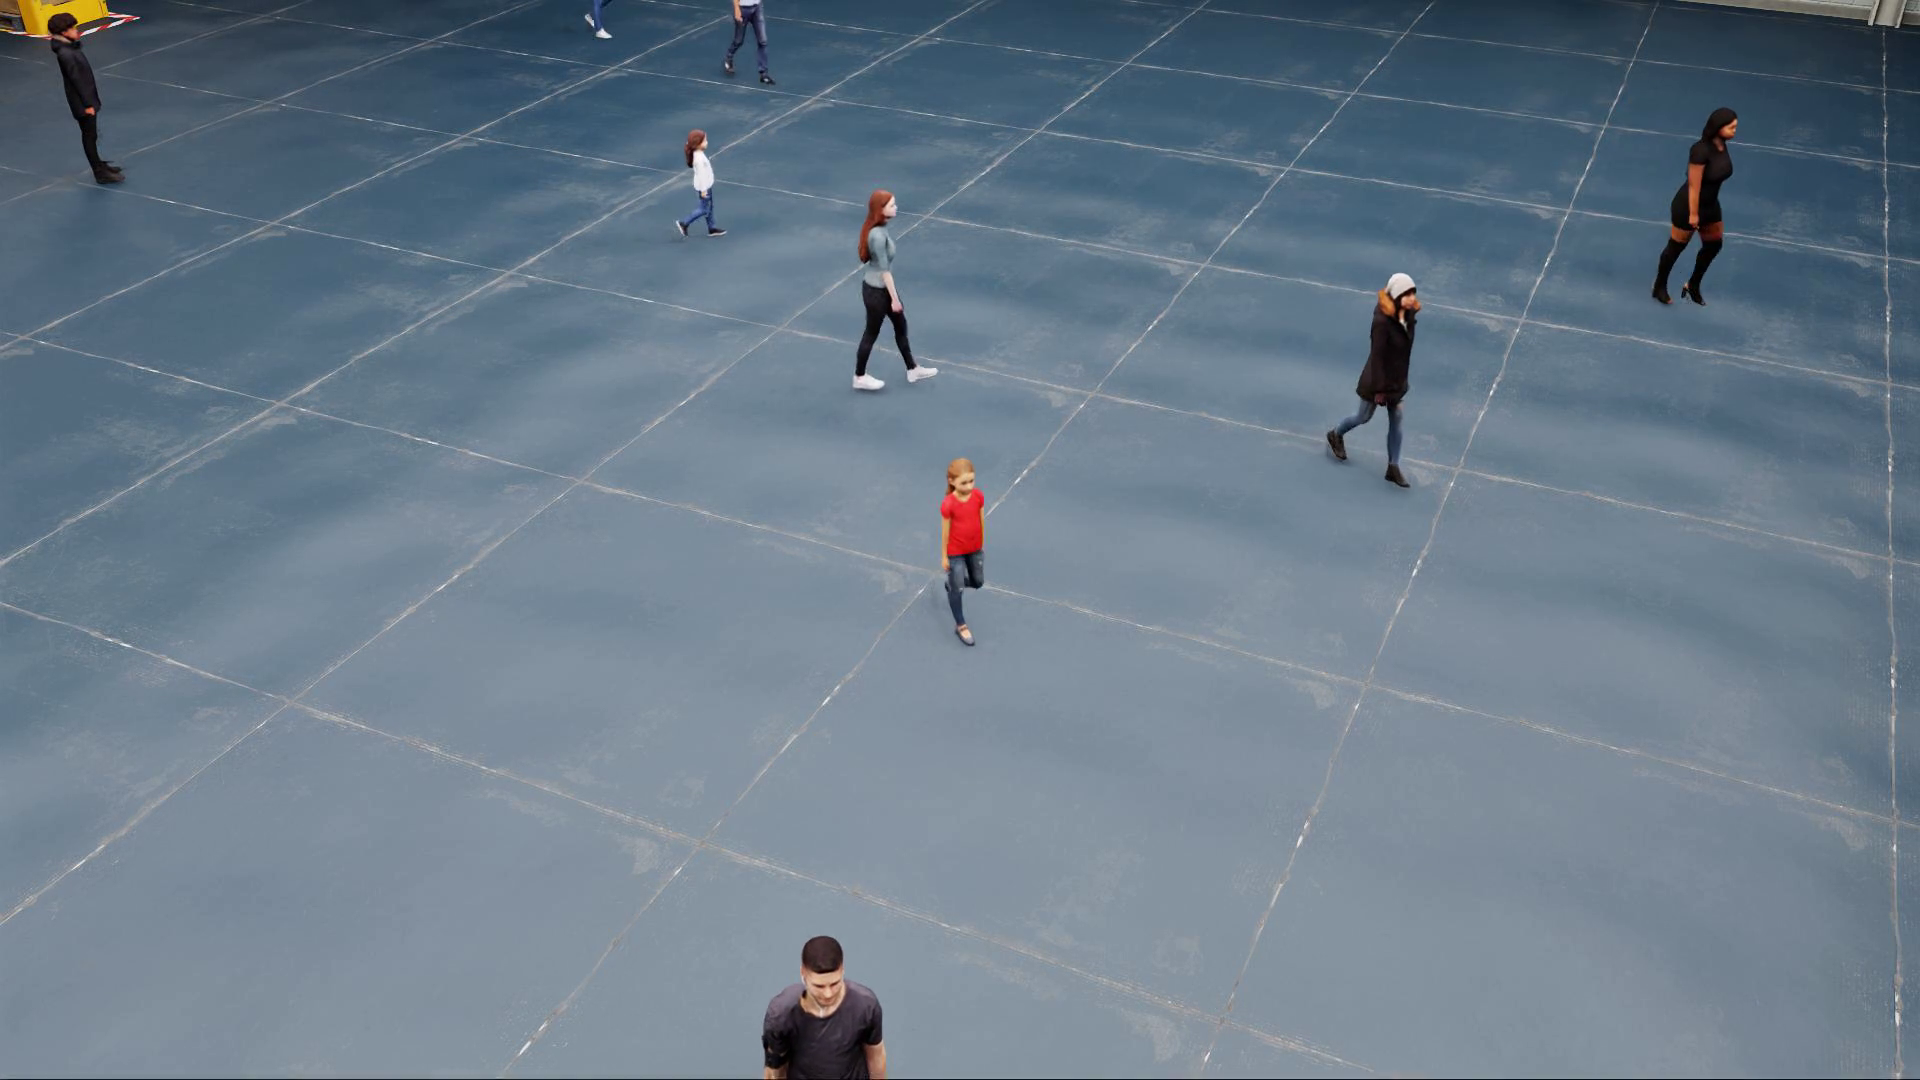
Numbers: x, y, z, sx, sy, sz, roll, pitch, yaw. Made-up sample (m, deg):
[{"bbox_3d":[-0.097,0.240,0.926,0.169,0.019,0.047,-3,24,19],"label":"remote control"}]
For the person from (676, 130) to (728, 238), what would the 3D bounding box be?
[{"bbox_3d":[-2.592,-3.507,16.417,0.770,1.100,0.665,-6,33,-9],"label":"person"}]

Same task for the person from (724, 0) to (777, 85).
[{"bbox_3d":[-2.696,-6.618,20.659,0.982,1.836,1.232,-22,38,-31],"label":"person"}]

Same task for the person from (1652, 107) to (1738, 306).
[{"bbox_3d":[6.503,-2.983,14.897,0.794,1.837,0.846,-19,37,-28],"label":"person"}]

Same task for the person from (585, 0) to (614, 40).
[{"bbox_3d":[-4.977,-7.657,22.403,0.686,1.732,0.586,15,35,22],"label":"person"}]

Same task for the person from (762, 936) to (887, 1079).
[{"bbox_3d":[-0.531,2.225,6.710,0.748,1.763,0.842,-3,32,-5],"label":"person"}]

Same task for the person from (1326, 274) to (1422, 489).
[{"bbox_3d":[3.076,-1.209,12.300,0.957,1.607,1.135,-19,37,-28],"label":"person"}]

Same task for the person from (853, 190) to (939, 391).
[{"bbox_3d":[-0.734,-1.978,13.417,1.046,1.715,0.884,-2,32,-4],"label":"person"}]

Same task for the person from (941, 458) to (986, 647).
[{"bbox_3d":[-0.016,0.030,10.623,0.678,1.300,0.769,-16,36,-24],"label":"person"}]

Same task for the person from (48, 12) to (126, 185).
[{"bbox_3d":[-9.331,-4.693,17.663,0.787,1.777,0.709,-15,35,-22],"label":"person"}]
